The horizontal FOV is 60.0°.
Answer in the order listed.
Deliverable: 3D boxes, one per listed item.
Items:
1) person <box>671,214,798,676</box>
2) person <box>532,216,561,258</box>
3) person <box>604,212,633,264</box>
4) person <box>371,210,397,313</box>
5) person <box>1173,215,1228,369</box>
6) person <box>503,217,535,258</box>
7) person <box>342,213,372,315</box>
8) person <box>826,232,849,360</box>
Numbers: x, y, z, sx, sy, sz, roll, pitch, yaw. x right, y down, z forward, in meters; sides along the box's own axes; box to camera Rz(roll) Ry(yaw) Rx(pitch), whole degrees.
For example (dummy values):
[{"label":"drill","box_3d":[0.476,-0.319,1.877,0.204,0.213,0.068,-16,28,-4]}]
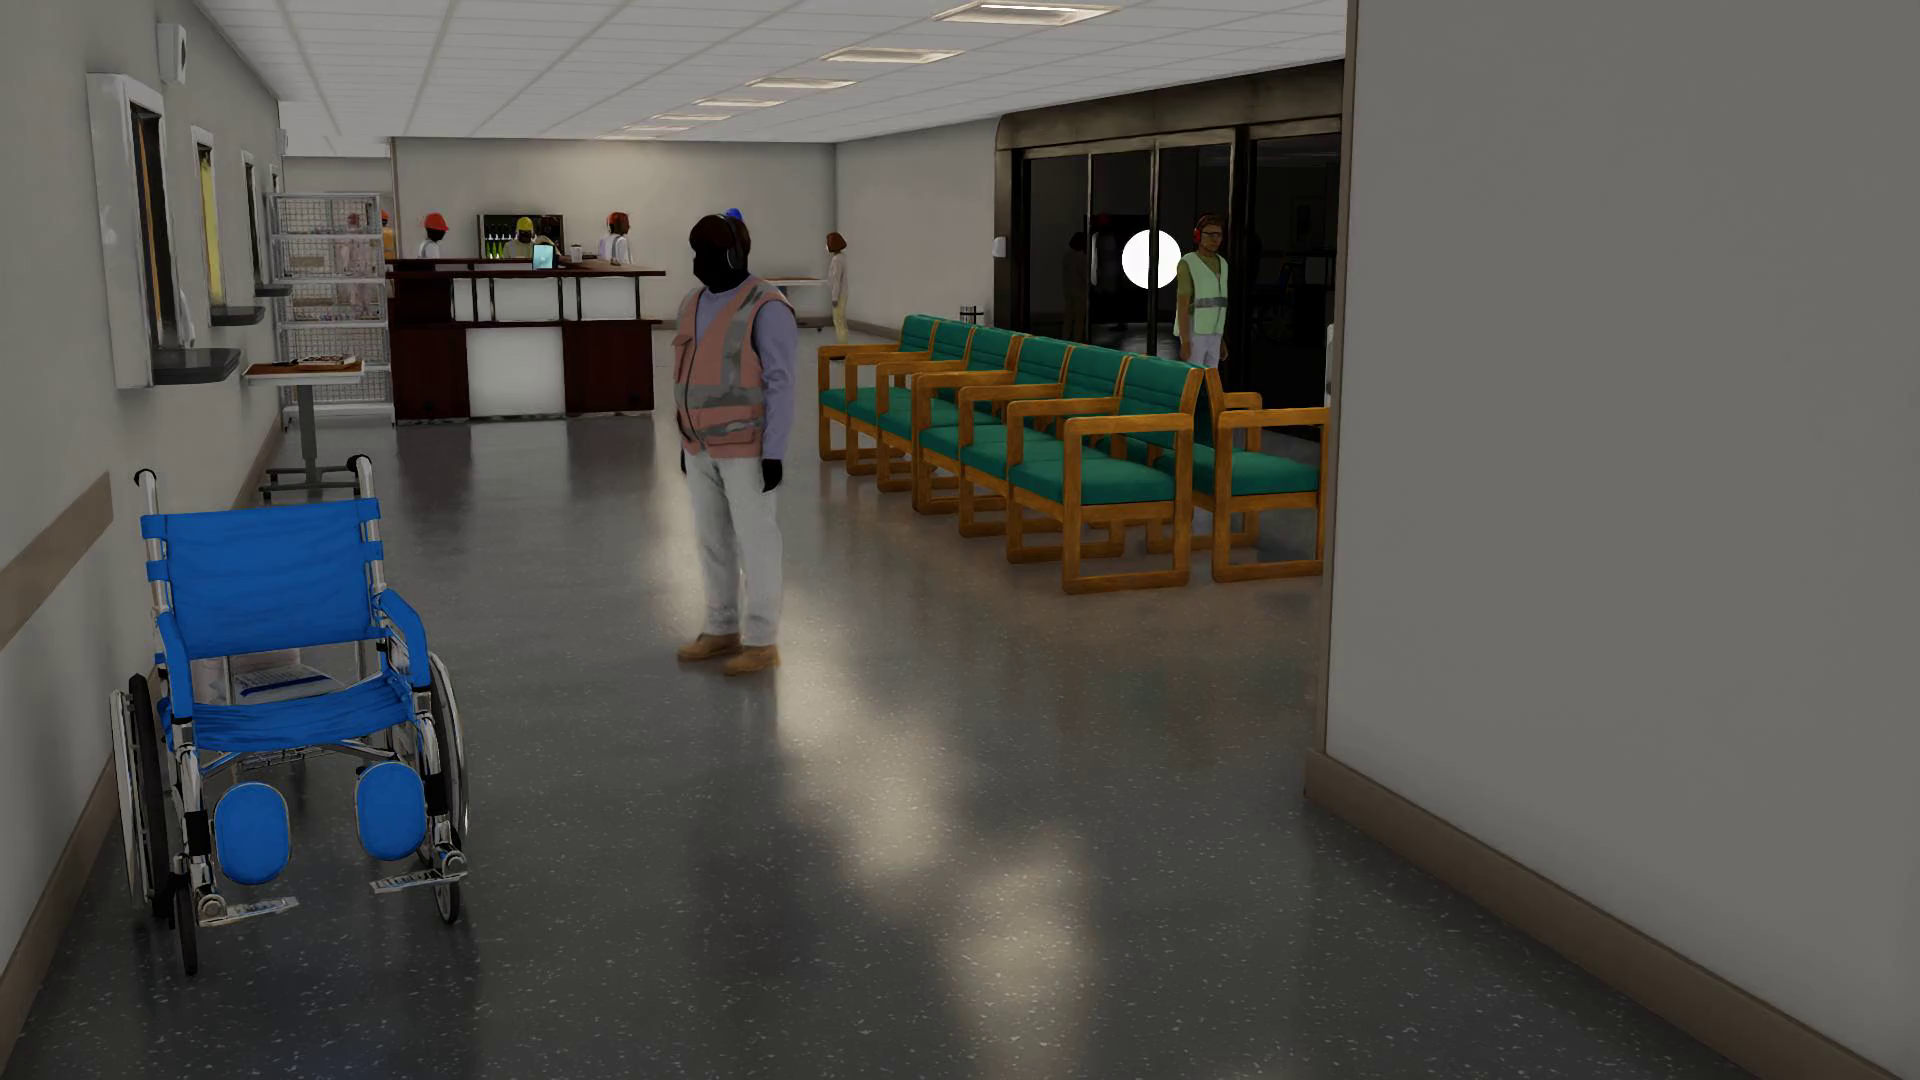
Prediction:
[{"label":"person","box_3d":[-0.933,-0.378,6.703,0.632,1.840,0.429,10,15,42]},{"label":"person","box_3d":[-5.359,-3.295,21.707,0.431,1.832,0.625,-2,11,-9]},{"label":"person","box_3d":[-4.341,-3.232,21.234,0.362,1.883,0.576,-7,13,-31]},{"label":"person","box_3d":[-10.873,-5.250,31.450,0.544,1.939,0.354,-10,15,-42]},{"label":"person","box_3d":[1.798,-1.502,12.465,0.375,1.840,0.567,9,14,40]},{"label":"person","box_3d":[-5.786,-3.391,22.217,0.598,1.824,0.403,-5,12,-25]},{"label":"person","box_3d":[-11.037,-5.014,30.429,0.401,1.873,0.688,6,12,28]},{"label":"person","box_3d":[-1.563,-3.103,21.250,0.285,1.627,0.504,1,11,3]}]
